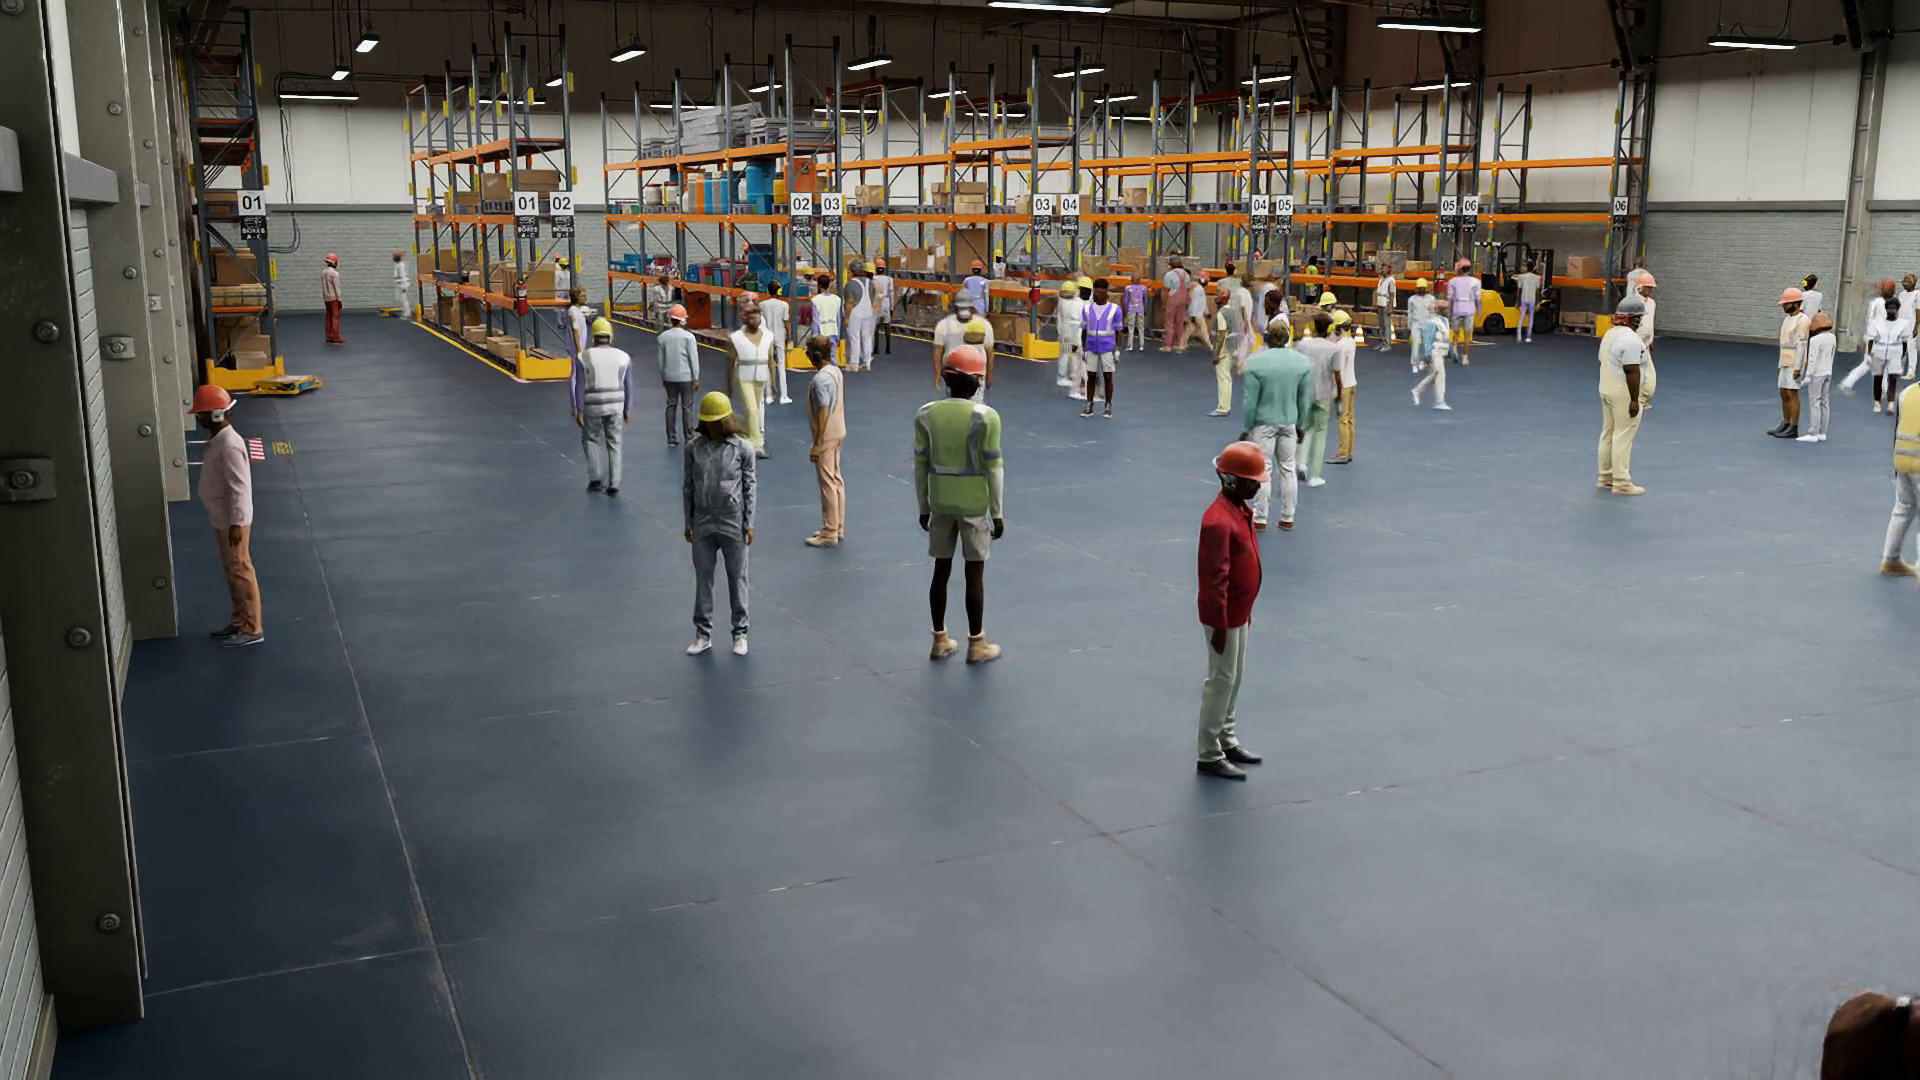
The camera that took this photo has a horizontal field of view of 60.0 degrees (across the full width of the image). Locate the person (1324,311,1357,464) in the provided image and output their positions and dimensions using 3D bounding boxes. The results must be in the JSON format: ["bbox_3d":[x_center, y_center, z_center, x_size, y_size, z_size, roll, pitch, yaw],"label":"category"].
[{"bbox_3d":[4.381,-1.749,19.143,0.337,1.760,0.526,7,13,30],"label":"person"}]

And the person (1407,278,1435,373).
[{"bbox_3d":[8.376,-3.918,30.269,0.492,1.718,0.723,2,11,10],"label":"person"}]

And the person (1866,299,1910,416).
[{"bbox_3d":[13.212,-2.604,23.724,0.539,1.650,0.869,6,13,28],"label":"person"}]

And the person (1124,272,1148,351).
[{"bbox_3d":[3.666,-4.756,34.724,0.514,1.641,0.308,-2,11,-11],"label":"person"}]

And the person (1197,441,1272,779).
[{"bbox_3d":[1.399,0.354,8.506,0.352,1.738,0.574,4,12,21],"label":"person"}]

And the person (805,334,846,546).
[{"bbox_3d":[-1.172,-0.860,14.419,0.343,1.839,0.506,2,11,12],"label":"person"}]

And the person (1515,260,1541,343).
[{"bbox_3d":[12.619,-5.298,36.970,0.533,1.845,0.787,6,13,28],"label":"person"}]

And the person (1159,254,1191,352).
[{"bbox_3d":[4.456,-4.955,34.712,0.687,2.000,0.536,-8,14,-37],"label":"person"}]

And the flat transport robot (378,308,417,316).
[{"bbox_3d":[-15.393,-6.355,46.342,1.431,0.197,0.652,1,11,6],"label":"flat transport robot"}]

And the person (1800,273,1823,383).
[{"bbox_3d":[14.182,-3.530,27.908,0.538,1.869,0.313,-3,12,-16],"label":"person"}]

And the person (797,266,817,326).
[{"bbox_3d":[-3.317,-5.115,36.328,0.538,1.724,0.891,-5,12,-22],"label":"person"}]

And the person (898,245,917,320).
[{"bbox_3d":[-1.424,-6.956,44.928,0.620,2.027,0.606,-3,12,-16],"label":"person"}]

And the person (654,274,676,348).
[{"bbox_3d":[-6.200,-4.800,35.035,0.535,1.601,0.809,-7,13,-31],"label":"person"}]

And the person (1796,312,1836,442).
[{"bbox_3d":[10.838,-2.055,21.012,0.497,1.633,0.279,-7,13,-33],"label":"person"}]

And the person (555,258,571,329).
[{"bbox_3d":[-9.875,-6.161,41.544,0.326,1.766,0.533,6,13,28],"label":"person"}]

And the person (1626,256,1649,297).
[{"bbox_3d":[14.625,-5.159,36.008,0.635,1.938,0.361,-6,13,-29],"label":"person"}]

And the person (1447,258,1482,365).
[{"bbox_3d":[9.565,-4.319,31.527,0.664,2.027,0.412,5,12,24],"label":"person"}]

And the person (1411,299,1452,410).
[{"bbox_3d":[7.015,-2.751,24.597,0.687,1.612,0.510,8,14,35],"label":"person"}]

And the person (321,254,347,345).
[{"bbox_3d":[-13.776,-5.292,36.567,0.619,1.986,0.405,9,15,40],"label":"person"}]

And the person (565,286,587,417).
[{"bbox_3d":[-5.427,-2.678,23.639,0.351,1.847,0.507,-3,11,-13],"label":"person"}]

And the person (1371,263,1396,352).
[{"bbox_3d":[8.848,-4.835,34.595,0.381,1.847,0.570,-2,11,-12],"label":"person"}]

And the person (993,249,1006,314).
[{"bbox_3d":[0.996,-6.682,43.783,0.591,1.923,0.381,-9,14,-38],"label":"person"}]

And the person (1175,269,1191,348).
[{"bbox_3d":[4.757,-4.933,35.508,0.319,1.689,0.540,-2,11,-10],"label":"person"}]

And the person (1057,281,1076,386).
[{"bbox_3d":[1.792,-3.468,27.917,0.313,1.743,0.491,0,11,1],"label":"person"}]

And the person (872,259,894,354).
[{"bbox_3d":[-1.633,-4.769,34.030,0.552,1.935,0.365,-3,12,-17],"label":"person"}]

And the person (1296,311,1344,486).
[{"bbox_3d":[3.783,-1.482,17.564,0.556,1.842,0.389,8,14,35],"label":"person"}]

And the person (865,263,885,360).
[{"bbox_3d":[-1.755,-4.444,32.451,0.629,1.903,0.615,-4,12,-20],"label":"person"}]

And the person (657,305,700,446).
[{"bbox_3d":[-3.452,-2.024,20.556,0.577,1.749,0.343,5,12,24],"label":"person"}]

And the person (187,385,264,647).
[{"bbox_3d":[-4.911,-0.164,11.103,0.345,1.746,0.573,-7,13,-33],"label":"person"}]

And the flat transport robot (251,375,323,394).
[{"bbox_3d":[-10.842,-2.510,26.799,0.652,0.197,1.431,0,11,-2],"label":"flat transport robot"}]

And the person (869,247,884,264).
[{"bbox_3d":[-2.305,-7.415,47.580,0.641,1.897,0.544,-2,11,-12],"label":"person"}]

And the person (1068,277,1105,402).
[{"bbox_3d":[1.952,-3.068,25.532,0.656,1.890,0.634,3,12,15],"label":"person"}]

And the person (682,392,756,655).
[{"bbox_3d":[-1.572,-0.103,10.835,0.484,1.735,0.311,1,11,6],"label":"person"}]
